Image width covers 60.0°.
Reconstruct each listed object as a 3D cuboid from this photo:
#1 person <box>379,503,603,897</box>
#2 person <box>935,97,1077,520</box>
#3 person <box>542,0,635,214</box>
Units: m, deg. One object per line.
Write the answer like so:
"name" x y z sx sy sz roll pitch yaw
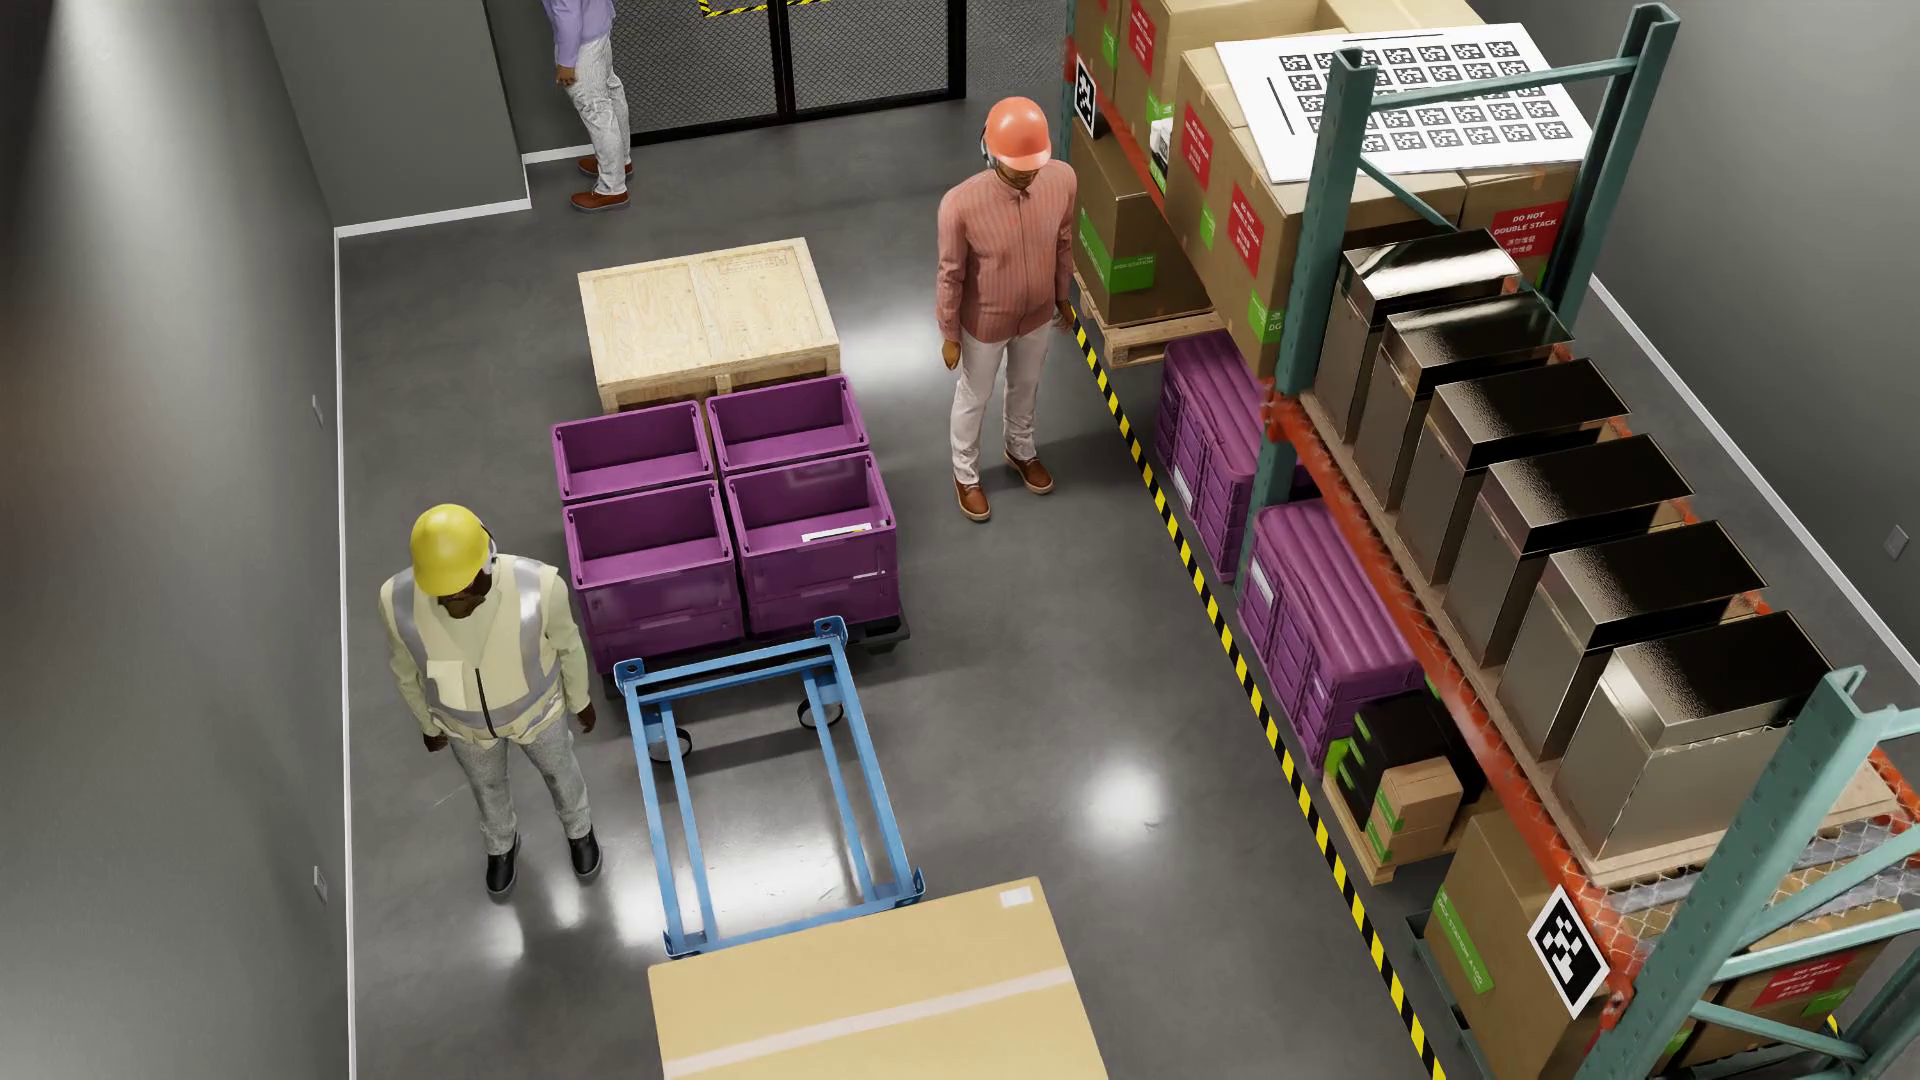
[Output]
"person" -1.503 0.542 5.458 0.589 1.835 0.404 -7 48 -7
"person" 0.199 -0.909 6.683 0.623 1.992 0.396 -22 51 -19
"person" -1.883 -2.515 8.198 0.372 1.938 0.631 0 47 0
